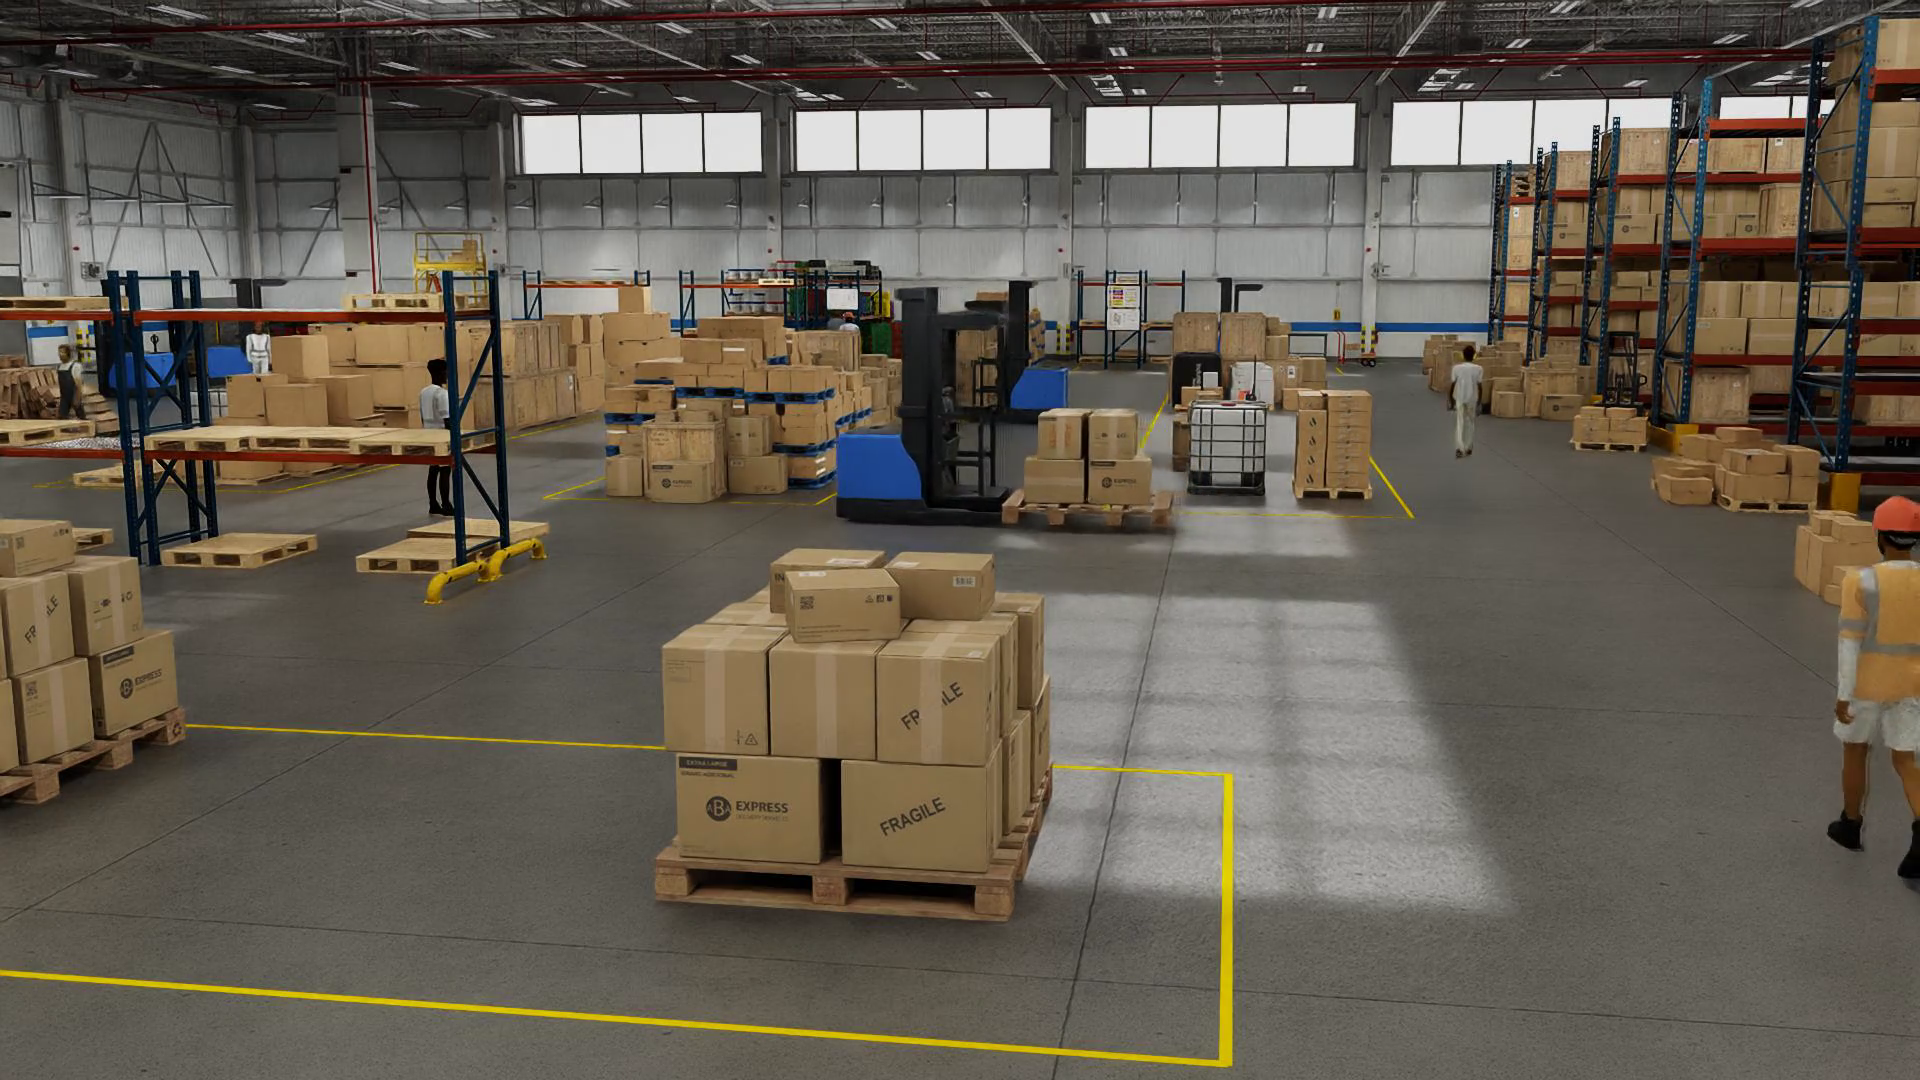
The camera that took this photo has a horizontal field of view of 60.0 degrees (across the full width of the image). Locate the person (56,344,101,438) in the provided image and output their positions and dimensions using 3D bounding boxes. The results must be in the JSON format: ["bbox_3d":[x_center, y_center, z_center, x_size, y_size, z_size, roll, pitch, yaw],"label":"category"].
[{"bbox_3d":[-14.891,-2.391,27.948,0.506,1.823,0.888,2,9,12],"label":"person"}]

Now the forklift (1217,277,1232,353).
[{"bbox_3d":[7.708,-6.237,48.381,1.873,2.768,1.129,1,9,9],"label":"forklift"}]

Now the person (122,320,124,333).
[{"bbox_3d":[-25.076,-5.841,49.881,0.551,1.592,0.860,-5,11,-30],"label":"person"}]

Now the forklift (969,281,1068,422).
[{"bbox_3d":[1.194,-3.753,33.059,1.873,2.768,1.129,1,9,9],"label":"forklift"}]

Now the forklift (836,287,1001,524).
[{"bbox_3d":[-0.504,-1.655,20.123,1.873,2.768,1.129,1,9,9],"label":"forklift"}]

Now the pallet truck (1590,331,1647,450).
[{"bbox_3d":[11.253,-2.573,28.499,0.823,1.965,1.885,5,10,27],"label":"pallet truck"}]

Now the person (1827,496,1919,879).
[{"bbox_3d":[4.722,0.733,8.406,0.553,1.908,0.873,1,9,6],"label":"person"}]

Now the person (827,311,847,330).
[{"bbox_3d":[-3.537,-5.753,48.488,0.641,1.873,1.071,1,9,7],"label":"person"}]

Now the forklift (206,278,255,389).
[{"bbox_3d":[-18.372,-5.330,42.786,1.873,2.768,1.129,-3,10,-18],"label":"forklift"}]

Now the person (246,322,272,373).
[{"bbox_3d":[-16.519,-4.233,39.259,0.570,1.844,0.989,-4,10,-23],"label":"person"}]

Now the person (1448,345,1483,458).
[{"bbox_3d":[8.203,-2.242,27.006,0.536,1.830,0.959,4,10,22],"label":"person"}]

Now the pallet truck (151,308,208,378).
[{"bbox_3d":[-21.869,-5.598,47.154,0.823,1.965,1.885,4,10,26],"label":"pallet truck"}]

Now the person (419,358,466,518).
[{"bbox_3d":[-6.378,-1.246,20.411,0.607,1.966,0.367,8,12,41],"label":"person"}]

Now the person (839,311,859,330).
[{"bbox_3d":[-3.010,-5.222,45.071,0.542,1.928,0.392,-3,10,-20],"label":"person"}]

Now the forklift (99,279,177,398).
[{"bbox_3d":[-19.606,-4.720,39.027,1.873,2.768,1.129,1,9,9],"label":"forklift"}]
